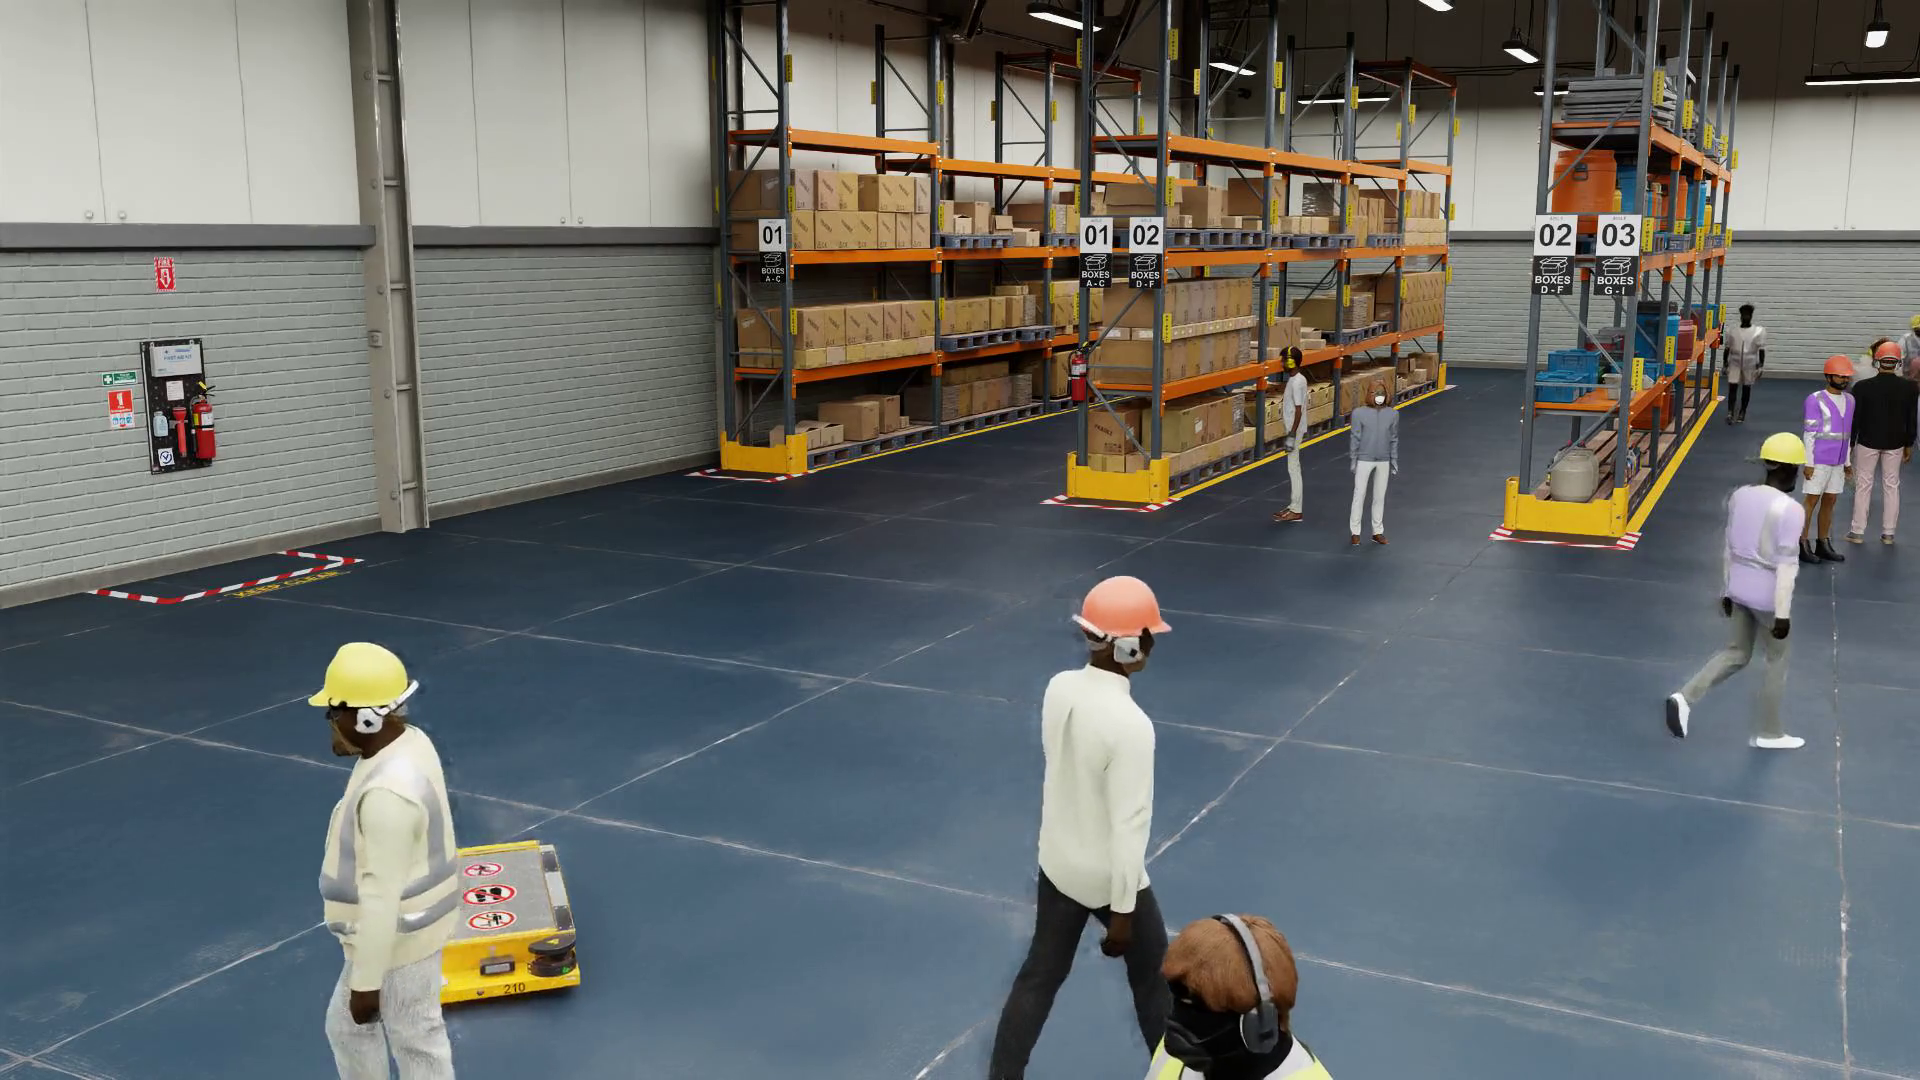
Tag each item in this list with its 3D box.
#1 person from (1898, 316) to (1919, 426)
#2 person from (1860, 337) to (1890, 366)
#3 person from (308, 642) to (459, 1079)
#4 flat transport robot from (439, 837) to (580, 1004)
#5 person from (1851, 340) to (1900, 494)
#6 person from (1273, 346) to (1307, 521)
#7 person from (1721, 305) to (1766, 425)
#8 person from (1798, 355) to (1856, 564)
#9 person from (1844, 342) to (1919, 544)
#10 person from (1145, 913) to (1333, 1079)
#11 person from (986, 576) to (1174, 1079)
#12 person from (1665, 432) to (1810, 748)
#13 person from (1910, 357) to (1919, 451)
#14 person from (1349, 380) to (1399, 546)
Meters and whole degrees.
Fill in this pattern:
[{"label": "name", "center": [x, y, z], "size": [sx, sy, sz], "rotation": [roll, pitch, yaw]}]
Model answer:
[{"label": "person", "center": [15.104, -2.654, 26.263], "size": [0.618, 1.774, 0.929], "rotation": [2, 11, 9]}, {"label": "person", "center": [13.089, -2.104, 23.784], "size": [0.523, 1.575, 0.867], "rotation": [9, 14, 41]}, {"label": "person", "center": [-1.846, 1.208, 5.103], "size": [0.610, 1.814, 0.620], "rotation": [-3, 11, -17]}, {"label": "flat transport robot", "center": [-2.053, 1.597, 7.209], "size": [0.652, 0.197, 1.431], "rotation": [-3, 11, -18]}, {"label": "person", "center": [10.601, -1.390, 19.279], "size": [0.524, 1.821, 0.946], "rotation": [3, 11, 16]}, {"label": "person", "center": [3.529, -1.125, 17.709], "size": [0.328, 1.865, 0.521], "rotation": [2, 11, 12]}, {"label": "person", "center": [12.564, -2.802, 26.696], "size": [0.633, 1.911, 0.984], "rotation": [6, 12, 29]}, {"label": "person", "center": [8.078, -0.749, 15.457], "size": [0.542, 1.938, 0.358], "rotation": [-4, 11, -20]}, {"label": "person", "center": [9.069, -0.950, 16.393], "size": [0.622, 1.994, 0.381], "rotation": [2, 11, 13]}, {"label": "person", "center": [0.502, 1.567, 3.113], "size": [0.429, 1.835, 0.630], "rotation": [-3, 11, -17]}, {"label": "person", "center": [0.474, 1.071, 5.525], "size": [1.020, 1.947, 0.621], "rotation": [-6, 12, -29]}, {"label": "person", "center": [4.627, 0.313, 9.765], "size": [0.768, 1.904, 0.595], "rotation": [-2, 11, -11]}, {"label": "person", "center": [13.131, -1.951, 22.535], "size": [0.532, 1.738, 0.665], "rotation": [3, 11, 15]}, {"label": "person", "center": [4.065, -0.759, 16.336], "size": [0.498, 1.634, 0.279], "rotation": [-1, 10, -8]}]
